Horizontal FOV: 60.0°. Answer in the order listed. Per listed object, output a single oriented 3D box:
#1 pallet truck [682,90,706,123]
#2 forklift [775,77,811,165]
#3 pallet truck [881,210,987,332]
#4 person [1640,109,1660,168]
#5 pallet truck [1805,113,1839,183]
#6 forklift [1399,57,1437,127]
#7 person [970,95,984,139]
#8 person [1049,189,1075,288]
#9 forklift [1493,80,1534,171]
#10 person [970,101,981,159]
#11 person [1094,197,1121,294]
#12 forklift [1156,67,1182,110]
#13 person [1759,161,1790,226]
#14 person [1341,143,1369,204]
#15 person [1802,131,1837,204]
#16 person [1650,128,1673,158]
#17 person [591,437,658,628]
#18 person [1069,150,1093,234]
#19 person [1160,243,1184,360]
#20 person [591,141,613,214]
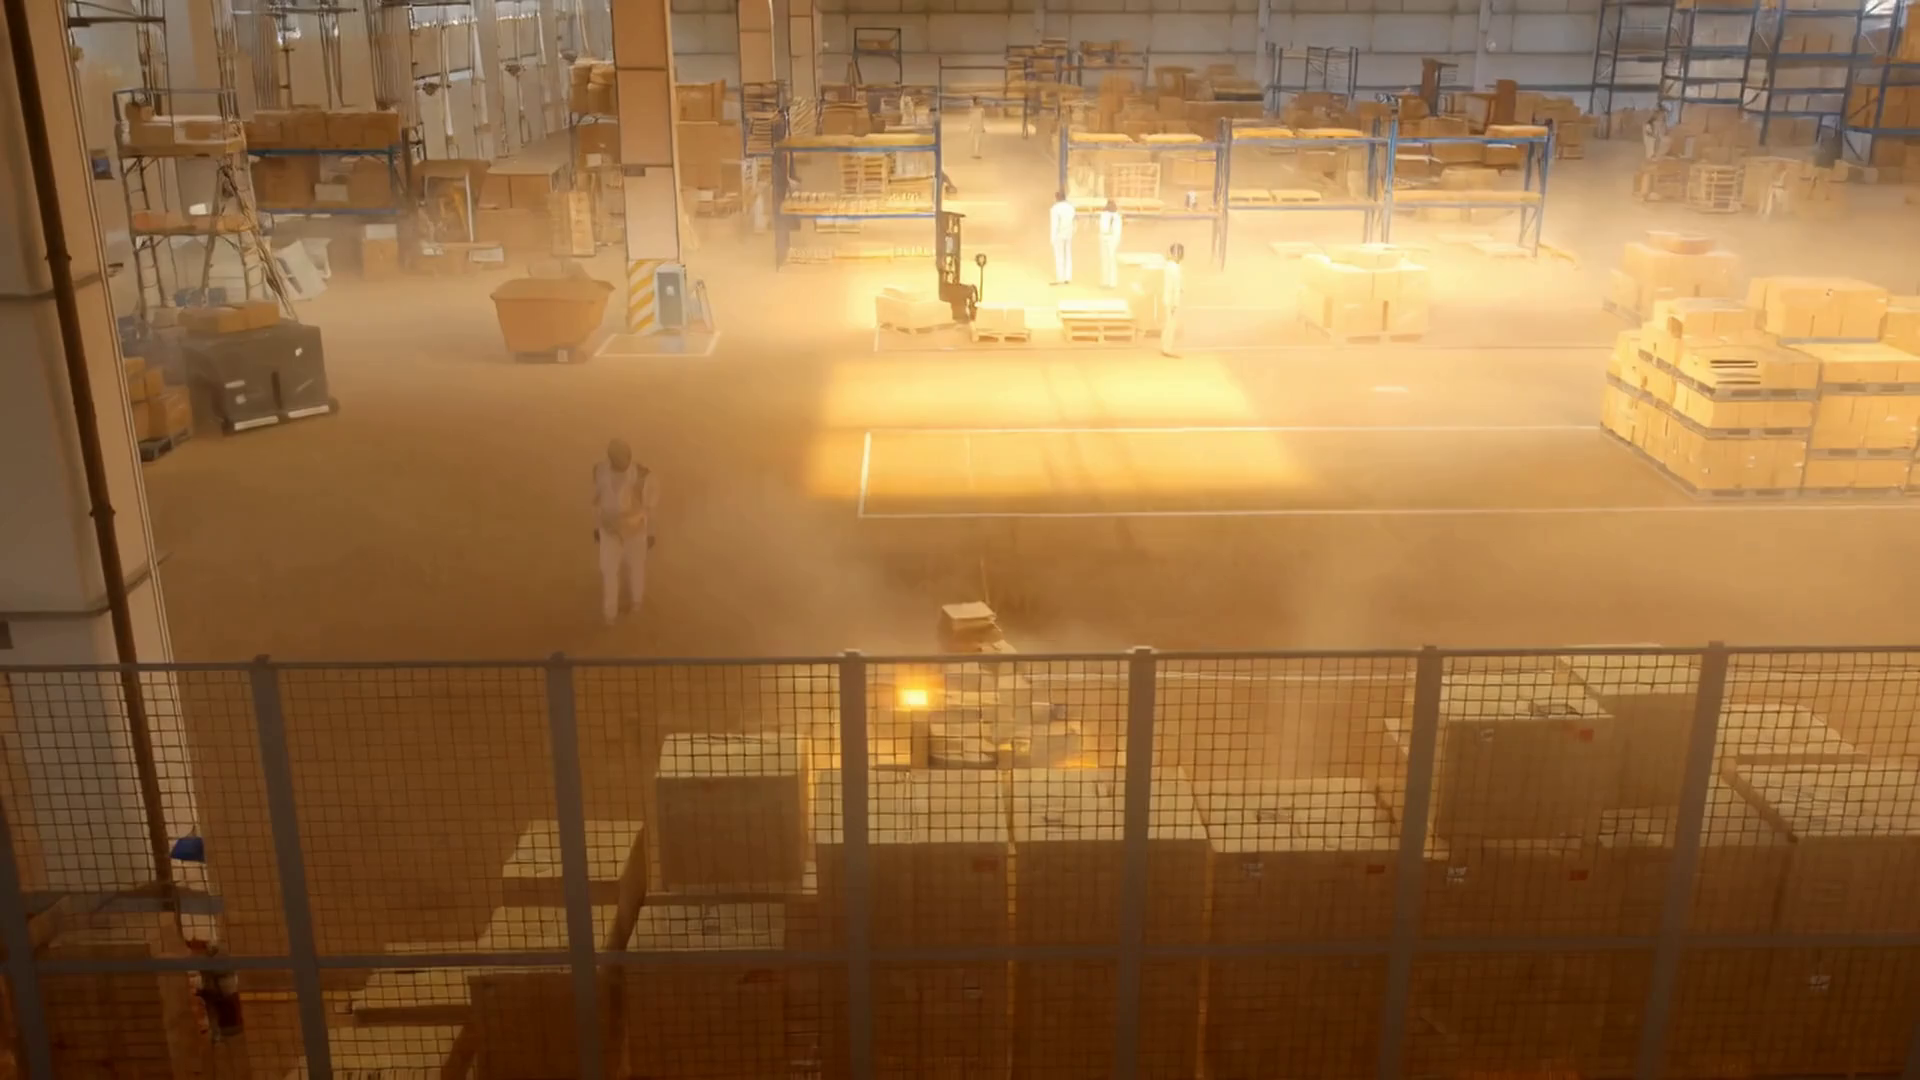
[{"bbox_3d":[-9.671,-15.907,62.421,0.823,1.965,1.885,5,19,15],"label":"pallet truck"},{"bbox_3d":[-5.920,-13.893,55.085,1.873,2.768,1.129,-1,19,-1],"label":"forklift"},{"bbox_3d":[-0.493,-4.759,29.349,1.885,1.965,0.823,-13,23,-34],"label":"pallet truck"},{"bbox_3d":[22.479,-13.039,54.052,0.393,1.912,0.589,-3,19,-9],"label":"person"},{"bbox_3d":[26.403,-11.957,50.702,0.823,1.965,1.885,6,19,16],"label":"pallet truck"},{"bbox_3d":[19.294,-18.500,68.754,1.873,2.768,1.129,-1,19,-1],"label":"forklift"},{"bbox_3d":[0.657,-16.251,63.913,0.560,1.683,0.412,1,19,2],"label":"person"},{"bbox_3d":[2.013,-6.013,33.165,0.629,1.937,0.378,-17,25,-41],"label":"person"},{"bbox_3d":[17.343,-13.254,53.190,1.873,2.768,1.129,-1,19,-1],"label":"forklift"},{"bbox_3d":[0.529,-14.049,57.004,0.375,1.936,0.628,8,20,22],"label":"person"},{"bbox_3d":[2.894,-5.756,32.494,0.394,1.881,0.595,-12,22,-31],"label":"person"},{"bbox_3d":[7.674,-16.089,61.599,1.129,2.768,1.873,-9,21,-25],"label":"forklift"},{"bbox_3d":[20.400,-8.657,41.533,0.876,1.587,0.544,-14,23,-35],"label":"person"},{"bbox_3d":[10.644,-9.918,44.833,0.641,1.889,1.021,-1,19,-2],"label":"person"},{"bbox_3d":[23.811,-10.260,45.776,0.611,1.946,1.033,-10,21,-28],"label":"person"},{"bbox_3d":[21.313,-11.723,50.572,0.554,1.633,0.901,-1,19,-3],"label":"person"},{"bbox_3d":[-3.188,-0.061,15.689,0.666,1.811,0.810,1,19,2],"label":"person"},{"bbox_3d":[2.867,-8.429,40.171,0.806,2.000,0.701,1,19,2],"label":"person"},{"bbox_3d":[3.438,-3.851,26.854,0.311,1.869,0.530,-3,19,-7],"label":"person"},{"bbox_3d":[-9.301,-9.444,43.402,0.587,1.899,0.738,-14,23,-36],"label":"person"}]
